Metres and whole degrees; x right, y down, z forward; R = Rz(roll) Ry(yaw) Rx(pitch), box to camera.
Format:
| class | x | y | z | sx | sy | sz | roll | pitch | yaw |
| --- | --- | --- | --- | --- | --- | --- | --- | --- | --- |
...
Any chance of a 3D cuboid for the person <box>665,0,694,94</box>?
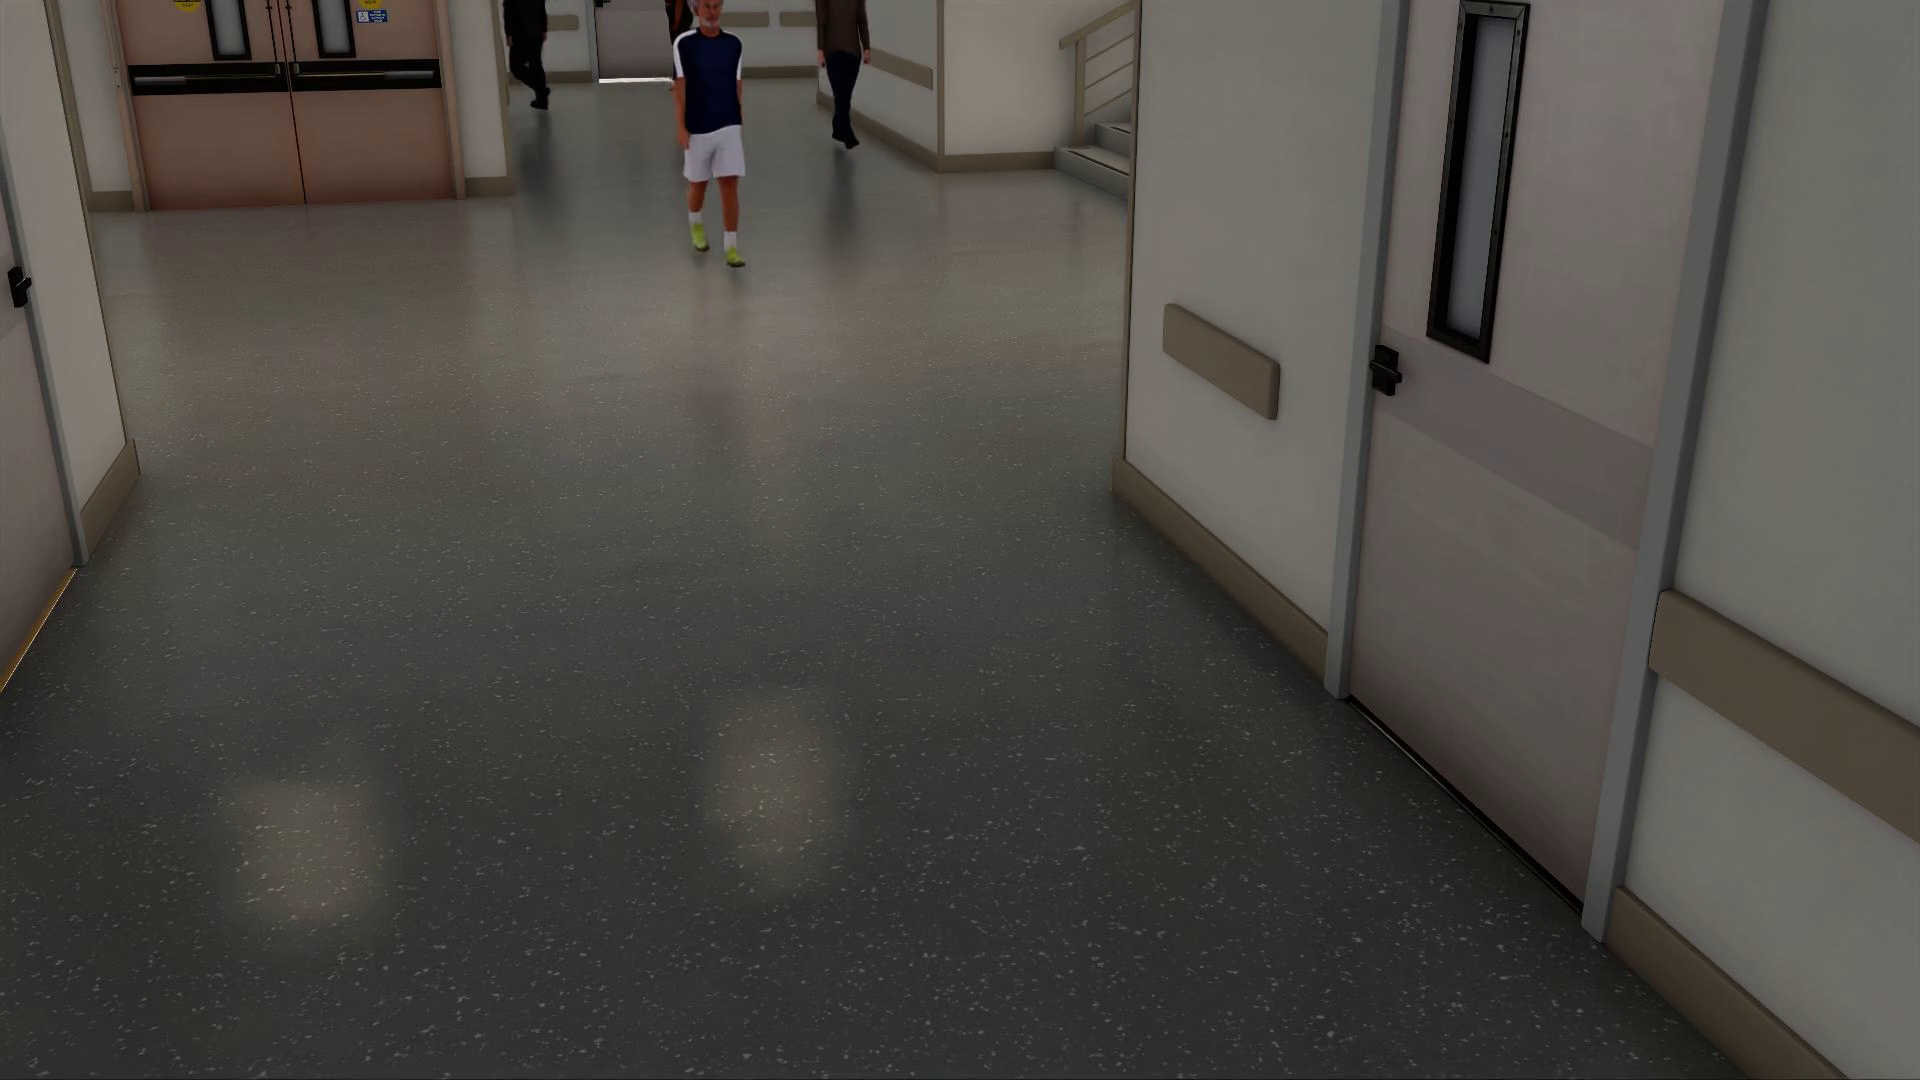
| class | x | y | z | sx | sy | sz | roll | pitch | yaw |
| --- | --- | --- | --- | --- | --- | --- | --- | --- | --- |
| person | -3.673 | -6.811 | 21.801 | 0.682 | 1.813 | 0.714 | -1 | 21 | -2 |

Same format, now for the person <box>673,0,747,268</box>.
| class | x | y | z | sx | sy | sz | roll | pitch | yaw |
| --- | --- | --- | --- | --- | --- | --- | --- | --- | --- |
| person | -1.684 | -2.744 | 11.084 | 1.143 | 1.799 | 0.798 | -8 | 22 | -20 |

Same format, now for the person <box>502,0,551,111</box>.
| class | x | y | z | sx | sy | sz | roll | pitch | yaw |
| --- | --- | --- | --- | --- | --- | --- | --- | --- | --- |
| person | -5.073 | -5.978 | 19.553 | 1.069 | 1.847 | 1.006 | 15 | 25 | 34 |

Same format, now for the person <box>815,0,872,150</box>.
| class | x | y | z | sx | sy | sz | roll | pitch | yaw |
| --- | --- | --- | --- | --- | --- | --- | --- | --- | --- |
| person | -1.185 | -4.834 | 16.541 | 1.114 | 1.841 | 0.800 | -8 | 22 | -19 |
